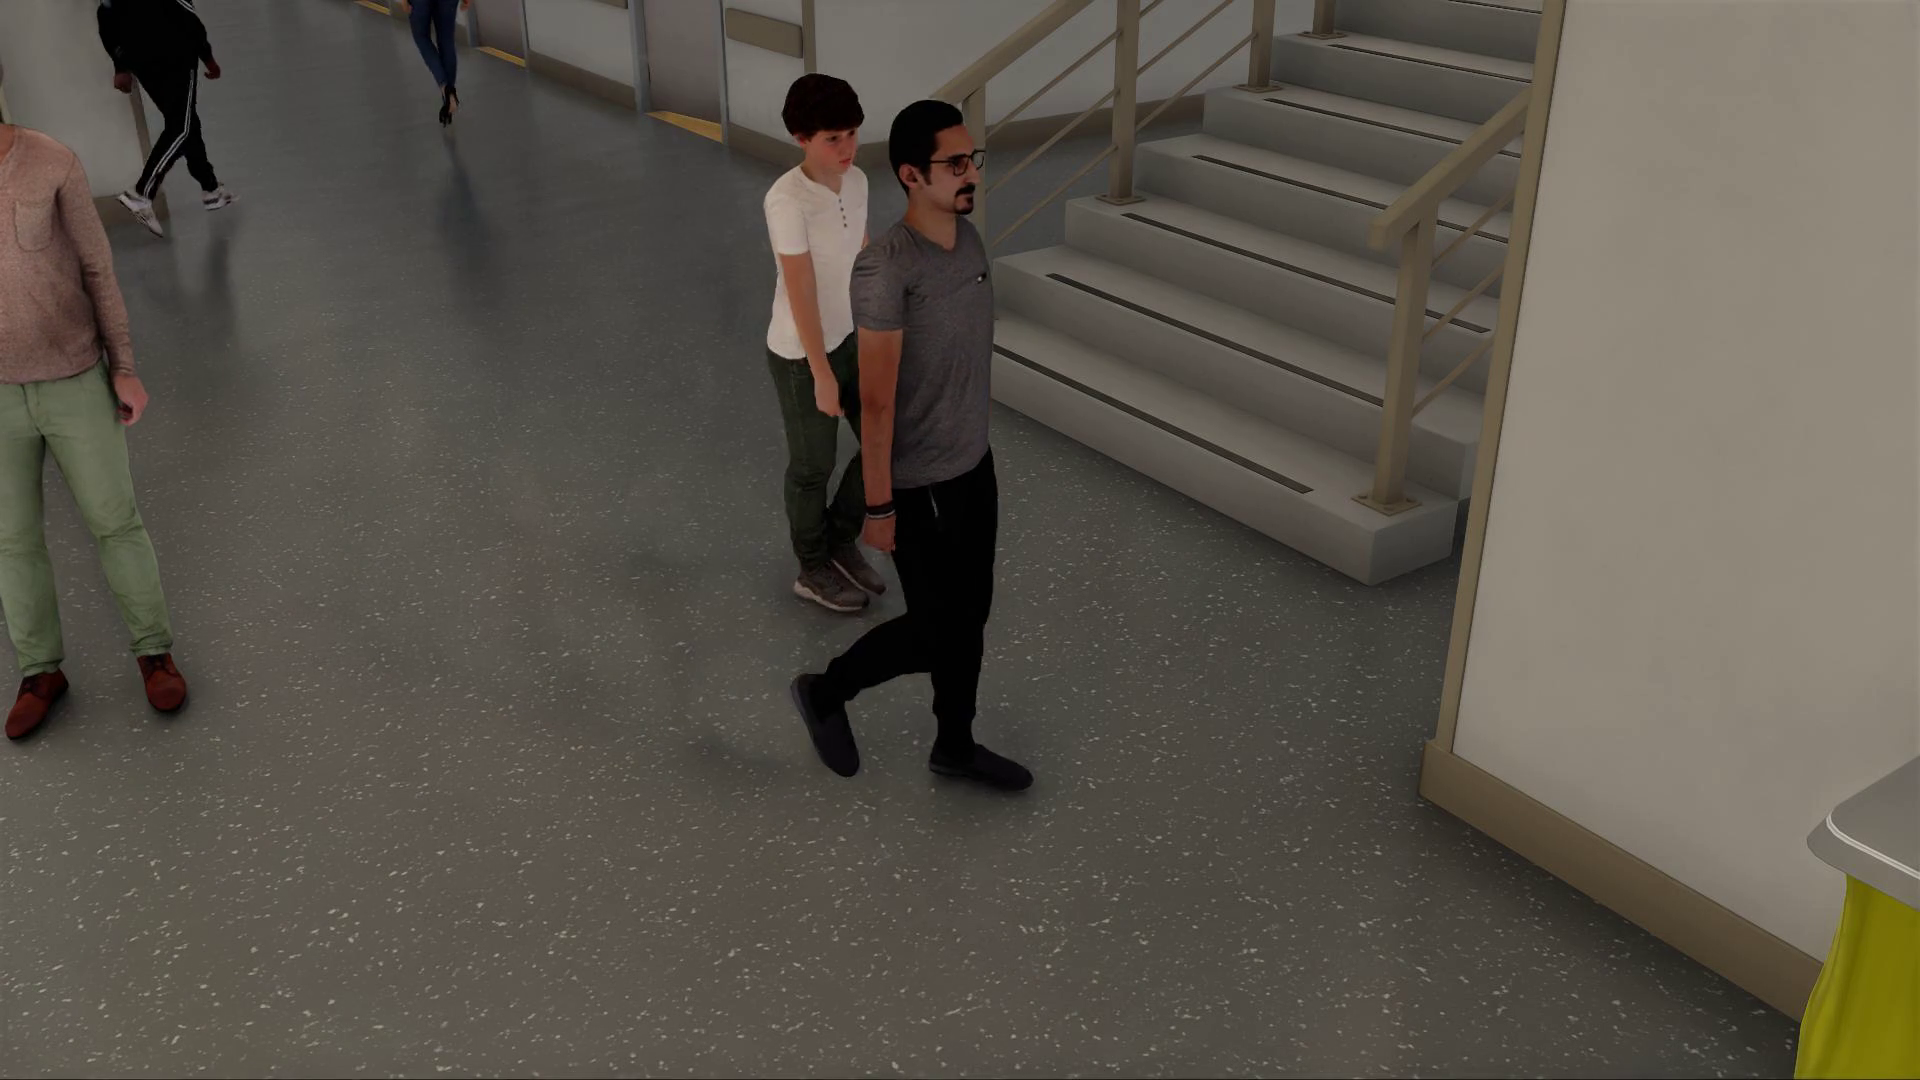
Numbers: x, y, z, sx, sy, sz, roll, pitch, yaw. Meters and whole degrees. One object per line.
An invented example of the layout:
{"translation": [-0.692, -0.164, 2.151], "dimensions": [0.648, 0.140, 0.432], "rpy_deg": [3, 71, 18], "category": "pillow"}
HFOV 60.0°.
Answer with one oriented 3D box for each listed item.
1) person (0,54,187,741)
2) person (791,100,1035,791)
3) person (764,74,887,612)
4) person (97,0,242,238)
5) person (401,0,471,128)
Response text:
{"translation": [-2.406, -0.399, 4.321], "dimensions": [0.611, 1.869, 0.799], "rpy_deg": [-9, 27, -18], "category": "person"}
{"translation": [-0.134, -0.171, 3.993], "dimensions": [0.908, 1.742, 0.897], "rpy_deg": [11, 28, 21], "category": "person"}
{"translation": [-0.464, -0.548, 4.896], "dimensions": [0.703, 1.637, 0.629], "rpy_deg": [19, 31, 34], "category": "person"}
{"translation": [-4.328, -2.544, 8.858], "dimensions": [1.109, 1.790, 1.251], "rpy_deg": [9, 27, 19], "category": "person"}
{"translation": [-3.522, -3.671, 11.213], "dimensions": [0.630, 1.775, 0.705], "rpy_deg": [-15, 29, -28], "category": "person"}
